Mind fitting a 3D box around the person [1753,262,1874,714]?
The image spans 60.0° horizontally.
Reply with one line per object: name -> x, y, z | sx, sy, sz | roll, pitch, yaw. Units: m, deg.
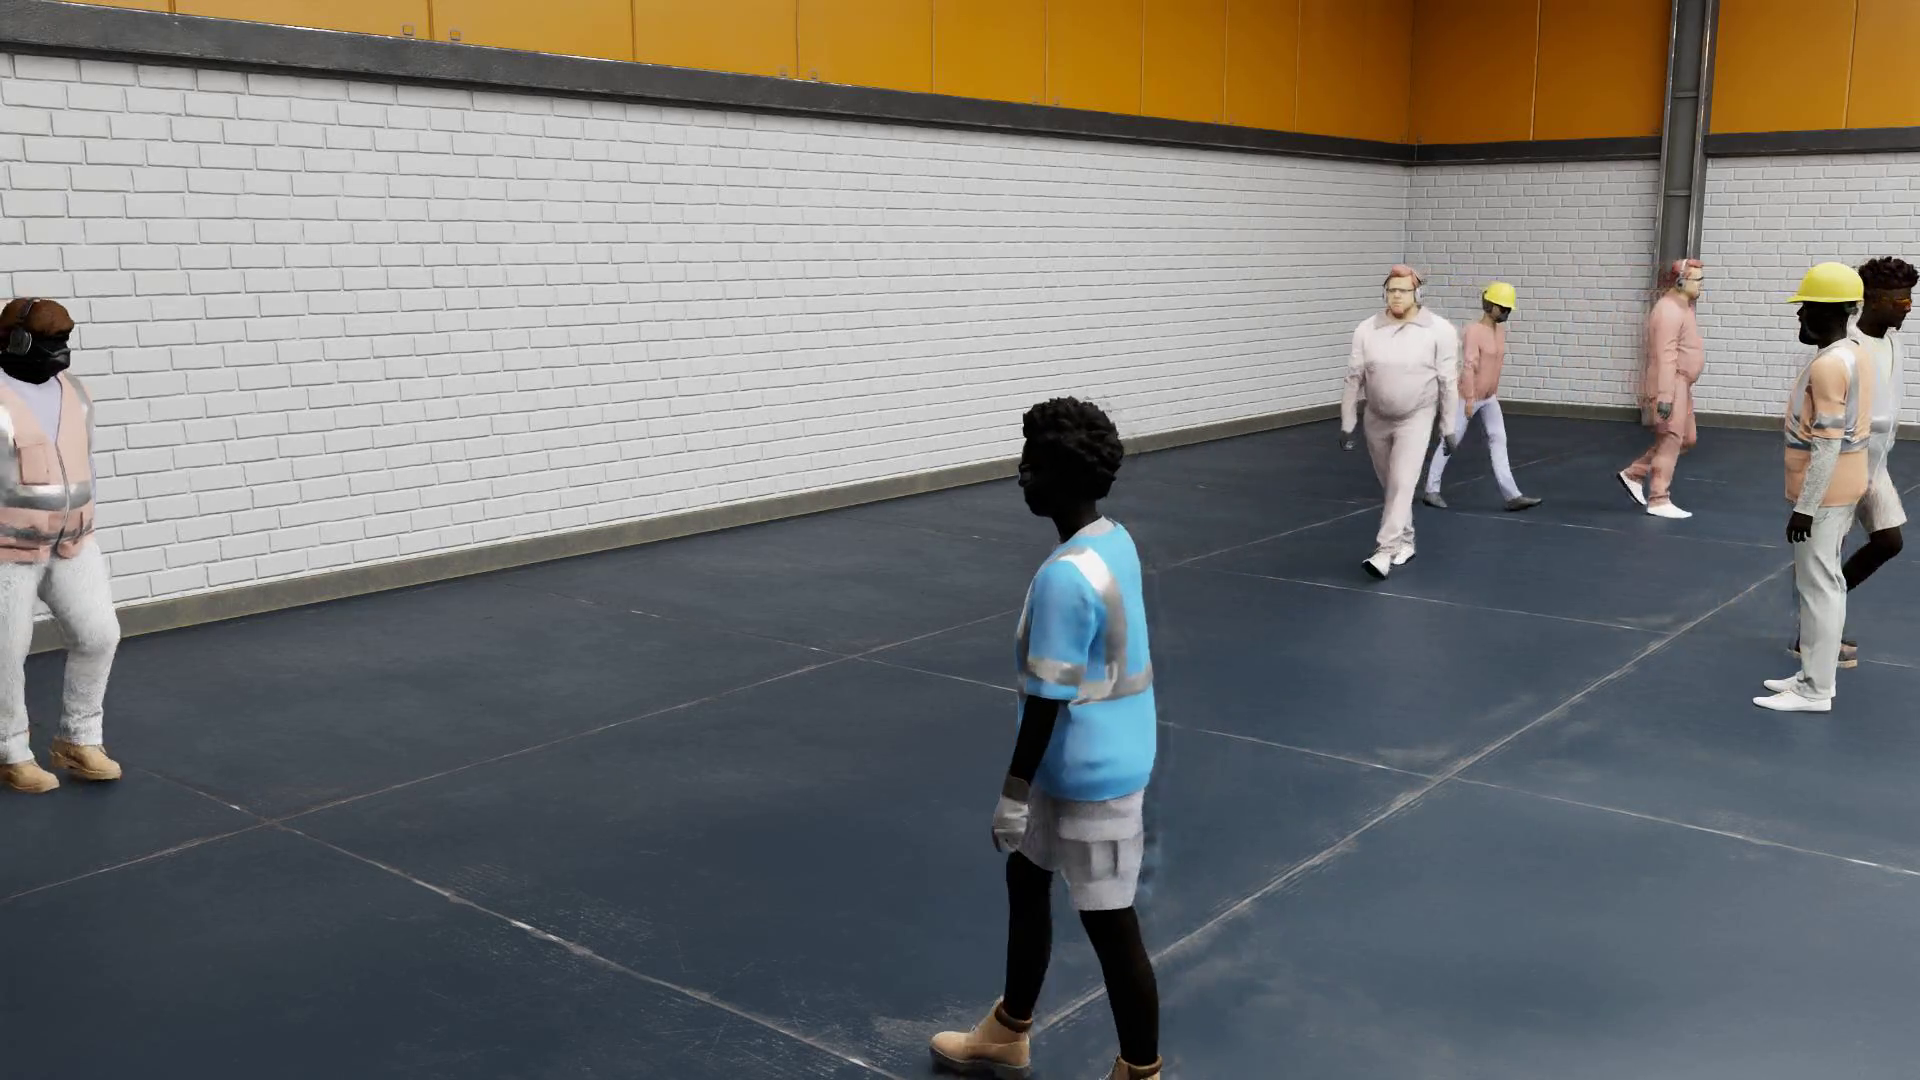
person -> 3.673, -0.215, 7.131 | 0.369, 1.928, 0.586 | 7, 12, 35

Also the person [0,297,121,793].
person -> -3.348, 0.035, 6.057 | 0.595, 1.813, 0.642 | 5, 11, 26

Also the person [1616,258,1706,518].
person -> 5.169, -1.102, 12.144 | 0.485, 1.890, 0.660 | 5, 11, 26

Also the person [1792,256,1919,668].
person -> 4.218, -0.355, 7.855 | 0.623, 1.948, 0.418 | -6, 12, -28

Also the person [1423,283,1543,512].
person -> 3.898, -1.052, 12.391 | 0.603, 1.701, 0.924 | -9, 13, -40

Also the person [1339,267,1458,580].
person -> 2.619, -0.708, 10.059 | 0.669, 1.853, 1.011 | 7, 13, 36

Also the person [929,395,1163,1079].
person -> 0.165, 0.513, 3.777 | 0.709, 1.668, 0.558 | 2, 11, 13
